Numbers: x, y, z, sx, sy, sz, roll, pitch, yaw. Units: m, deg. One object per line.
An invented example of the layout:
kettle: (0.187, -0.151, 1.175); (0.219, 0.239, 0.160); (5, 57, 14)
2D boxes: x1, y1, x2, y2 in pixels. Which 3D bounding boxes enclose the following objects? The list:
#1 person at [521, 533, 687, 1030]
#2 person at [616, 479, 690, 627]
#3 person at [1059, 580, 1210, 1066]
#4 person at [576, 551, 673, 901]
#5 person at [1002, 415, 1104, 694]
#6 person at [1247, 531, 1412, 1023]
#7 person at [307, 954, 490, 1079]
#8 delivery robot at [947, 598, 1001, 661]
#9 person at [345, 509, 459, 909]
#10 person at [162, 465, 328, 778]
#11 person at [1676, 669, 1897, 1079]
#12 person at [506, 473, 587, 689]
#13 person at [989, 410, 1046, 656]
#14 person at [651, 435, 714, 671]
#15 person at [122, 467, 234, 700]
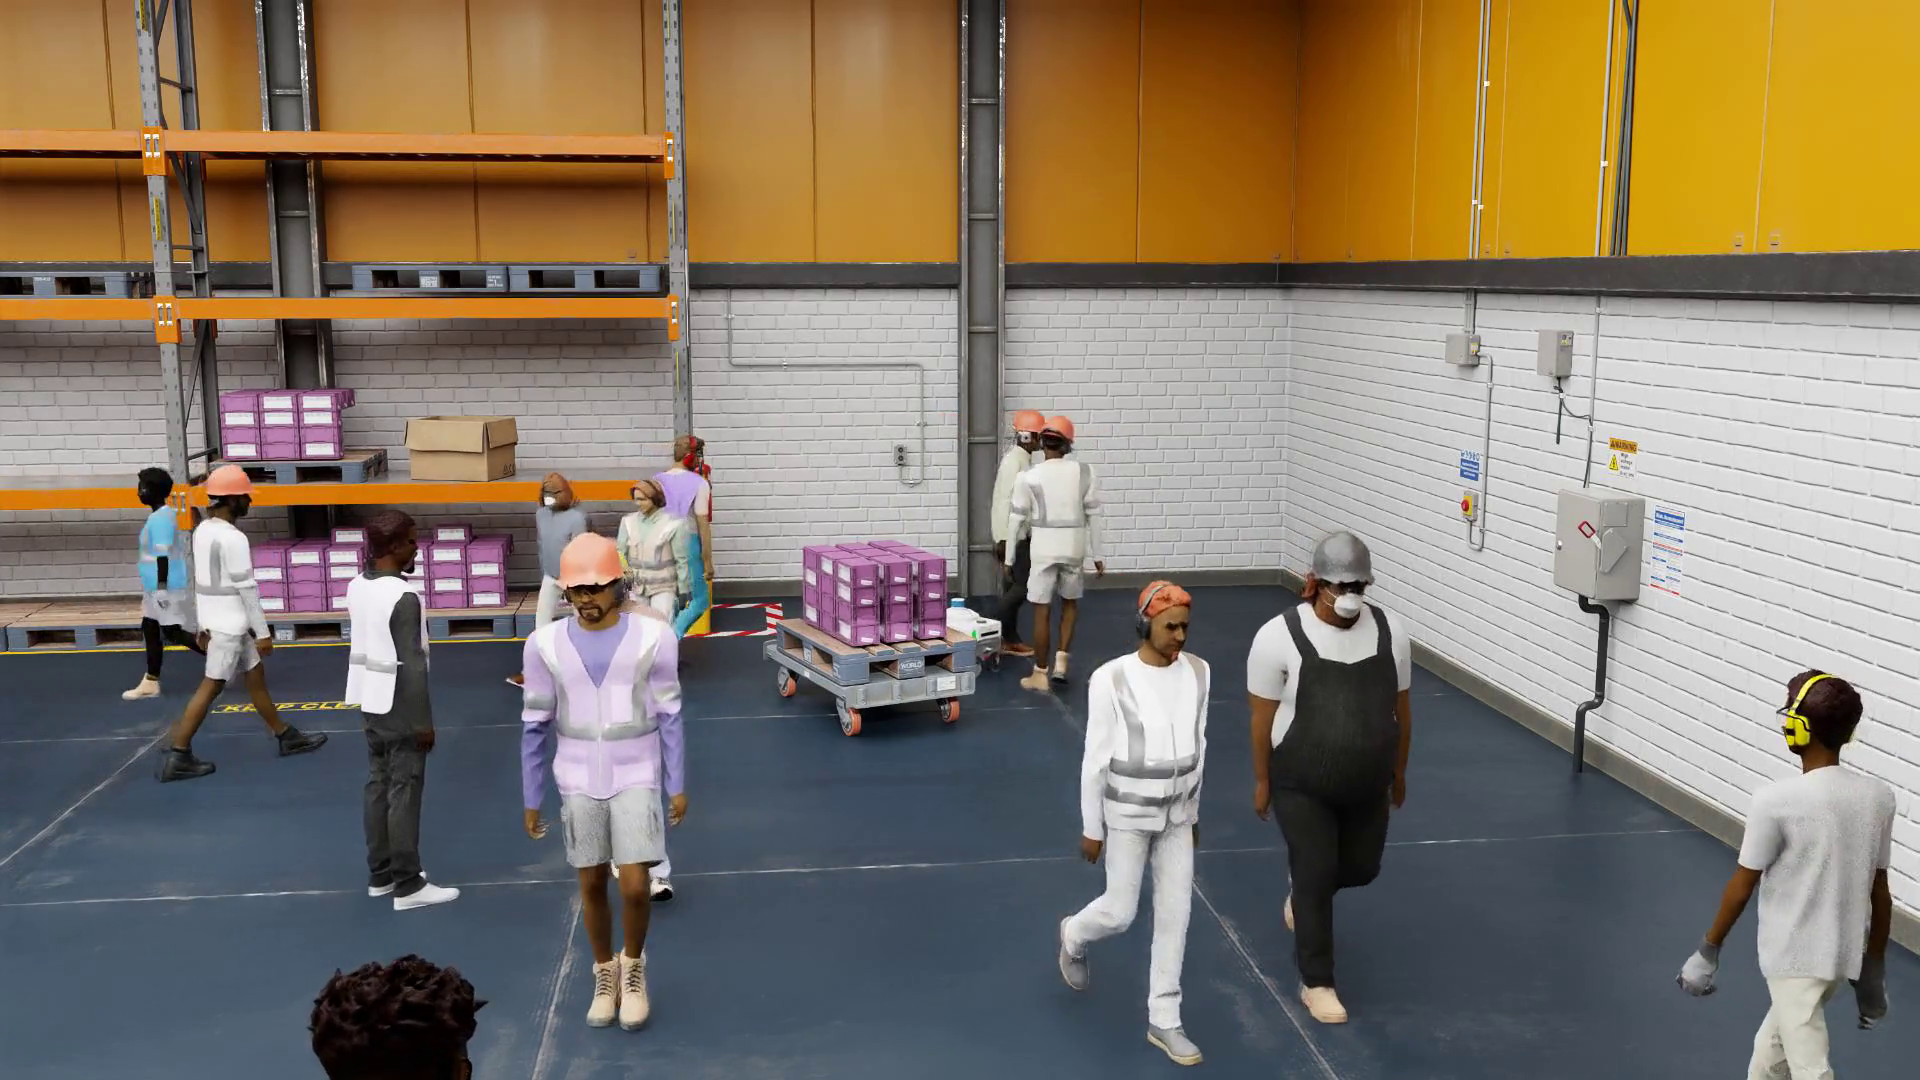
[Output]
person: (-1.420, 0.972, 6.598); (0.638, 2.022, 0.538); (0, 9, -2)
person: (-2.196, 0.379, 11.636); (0.508, 1.598, 0.842); (4, 10, 24)
person: (0.697, 1.059, 6.586); (0.576, 1.860, 0.772); (-5, 10, -29)
person: (-1.626, 0.893, 8.035); (0.532, 1.711, 0.895); (-3, 10, -18)
person: (0.675, 0.110, 12.038); (0.734, 2.012, 0.470); (-2, 9, -12)
person: (1.518, 0.905, 6.971); (0.694, 2.000, 0.830); (-2, 9, -11)
person: (-0.922, 1.624, 2.720); (0.365, 1.962, 0.613); (-5, 10, -29)
delivery robot: (-0.015, 0.688, 12.660); (0.477, 0.478, 0.707); (-8, 12, -43)
person: (-2.719, 0.807, 7.970); (0.377, 1.917, 0.592); (-9, 13, -44)
person: (-4.423, 0.484, 10.112); (1.018, 1.886, 0.560); (-8, 12, -41)
person: (2.586, 1.305, 5.170); (0.538, 1.819, 0.982); (-3, 10, -20)
person: (-2.926, 0.301, 12.161); (0.516, 1.581, 0.878); (5, 10, 28)
person: (0.473, -0.038, 13.087); (0.488, 1.971, 0.659); (2, 9, 11)
person: (-2.142, 0.124, 12.522); (0.651, 1.821, 0.489); (6, 11, 32)
person: (-5.612, 0.303, 11.874); (0.719, 1.669, 0.536); (-5, 10, -28)
